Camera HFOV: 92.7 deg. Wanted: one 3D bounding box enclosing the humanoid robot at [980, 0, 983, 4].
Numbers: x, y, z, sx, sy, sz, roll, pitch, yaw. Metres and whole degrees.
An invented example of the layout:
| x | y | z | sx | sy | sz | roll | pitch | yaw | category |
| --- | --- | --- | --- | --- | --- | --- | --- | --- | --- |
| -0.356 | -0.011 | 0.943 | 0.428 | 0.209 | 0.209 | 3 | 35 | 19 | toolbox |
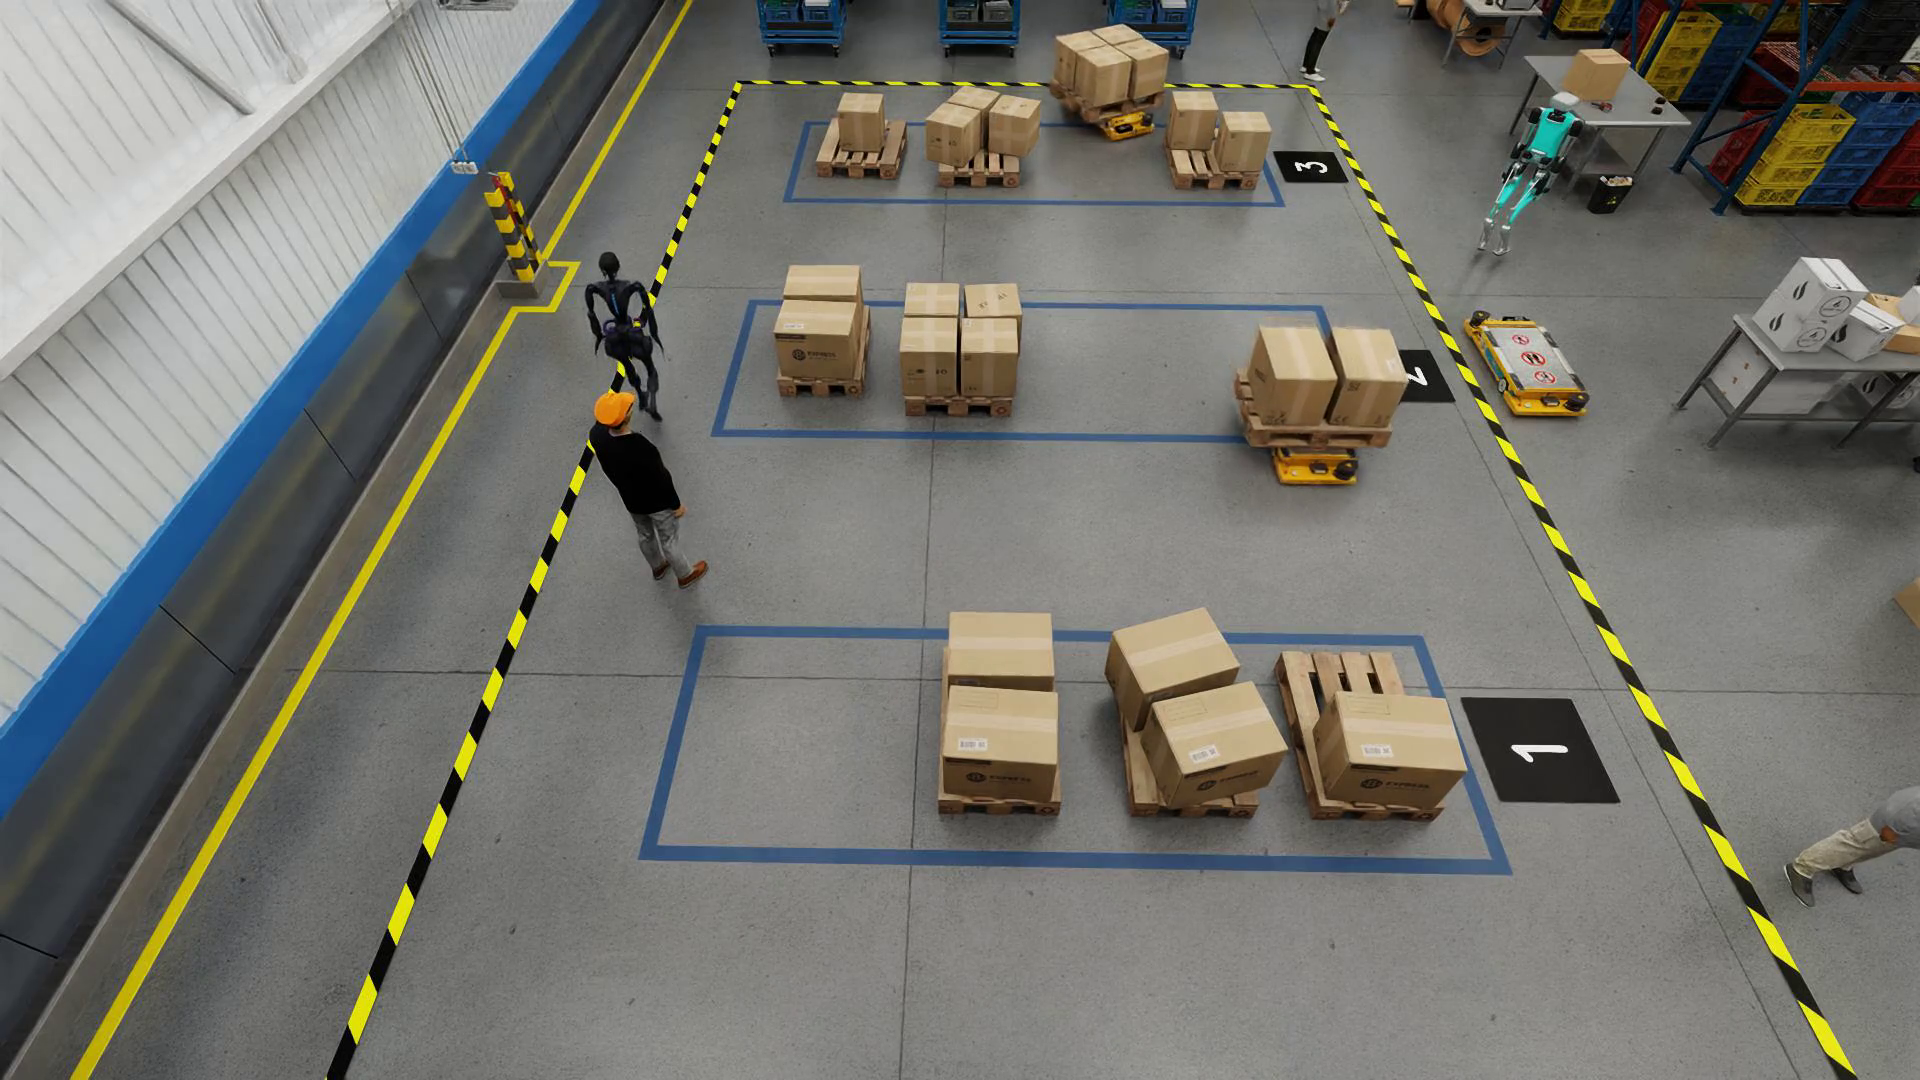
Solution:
| x | y | z | sx | sy | sz | roll | pitch | yaw | category |
| --- | --- | --- | --- | --- | --- | --- | --- | --- | --- |
| 0.221 | -8.935 | 14.345 | 0.599 | 1.643 | 0.589 | -21 | 52 | -17 | humanoid robot |

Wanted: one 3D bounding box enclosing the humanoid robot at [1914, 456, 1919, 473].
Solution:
| x | y | z | sx | sy | sz | roll | pitch | yaw | category |
| --- | --- | --- | --- | --- | --- | --- | --- | --- | --- |
| 8.650 | -1.048 | 7.527 | 0.616 | 1.625 | 0.587 | 14 | 51 | 12 | humanoid robot |

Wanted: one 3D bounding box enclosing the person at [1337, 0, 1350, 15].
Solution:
| x | y | z | sx | sy | sz | roll | pitch | yaw | category |
| --- | --- | --- | --- | --- | --- | --- | --- | --- | --- |
| 6.282 | -9.431 | 14.668 | 0.635 | 1.820 | 0.596 | 28 | 55 | 22 | person |

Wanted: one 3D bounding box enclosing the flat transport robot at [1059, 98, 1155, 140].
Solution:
| x | y | z | sx | sy | sz | roll | pitch | yaw | category |
| --- | --- | --- | --- | --- | --- | --- | --- | --- | --- |
| 2.021 | -5.992 | 12.702 | 0.652 | 0.197 | 1.431 | -22 | 53 | -18 | flat transport robot |

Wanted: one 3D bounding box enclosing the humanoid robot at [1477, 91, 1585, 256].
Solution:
| x | y | z | sx | sy | sz | roll | pitch | yaw | category |
| --- | --- | --- | --- | --- | --- | --- | --- | --- | --- |
| 5.987 | -3.823 | 9.782 | 0.735 | 1.677 | 0.533 | -36 | 58 | -27 | humanoid robot |

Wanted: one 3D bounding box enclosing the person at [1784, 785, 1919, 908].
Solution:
| x | y | z | sx | sy | sz | roll | pitch | yaw | category |
| --- | --- | --- | --- | --- | --- | --- | --- | --- | --- |
| 5.455 | 1.564 | 5.188 | 0.560 | 1.767 | 0.399 | -9 | 50 | -8 | person |

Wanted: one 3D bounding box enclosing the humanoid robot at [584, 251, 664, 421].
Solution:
| x | y | z | sx | sy | sz | roll | pitch | yaw | category |
| --- | --- | --- | --- | --- | --- | --- | --- | --- | --- |
| -2.984 | -1.762 | 8.134 | 0.613 | 1.644 | 0.541 | -7 | 49 | -6 | humanoid robot |

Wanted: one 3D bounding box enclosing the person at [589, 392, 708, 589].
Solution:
| x | y | z | sx | sy | sz | roll | pitch | yaw | category |
| --- | --- | --- | --- | --- | --- | --- | --- | --- | --- |
| -2.306 | -0.334 | 6.755 | 0.586 | 1.884 | 0.362 | 19 | 52 | 16 | person |

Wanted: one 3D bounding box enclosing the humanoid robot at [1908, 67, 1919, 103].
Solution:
| x | y | z | sx | sy | sz | roll | pitch | yaw | category |
| --- | --- | --- | --- | --- | --- | --- | --- | --- | --- |
| 12.170 | -5.715 | 11.551 | 0.640 | 1.639 | 0.591 | 4 | 49 | 3 | humanoid robot |

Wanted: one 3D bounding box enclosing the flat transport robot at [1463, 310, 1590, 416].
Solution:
| x | y | z | sx | sy | sz | roll | pitch | yaw | category |
| --- | --- | --- | --- | --- | --- | --- | --- | --- | --- |
| 5.573 | -1.757 | 9.054 | 0.659 | 0.231 | 1.431 | 1 | 49 | 1 | flat transport robot |

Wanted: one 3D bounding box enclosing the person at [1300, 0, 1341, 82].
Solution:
| x | y | z | sx | sy | sz | roll | pitch | yaw | category |
| --- | --- | --- | --- | --- | --- | --- | --- | --- | --- |
| 5.268 | -7.549 | 13.022 | 0.396 | 1.850 | 0.588 | 5 | 49 | 4 | person |

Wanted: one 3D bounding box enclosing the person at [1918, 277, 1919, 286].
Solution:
| x | y | z | sx | sy | sz | roll | pitch | yaw | category |
| --- | --- | --- | --- | --- | --- | --- | --- | --- | --- |
| 10.769 | -3.175 | 9.267 | 0.625 | 1.804 | 0.754 | -10 | 50 | -9 | person |

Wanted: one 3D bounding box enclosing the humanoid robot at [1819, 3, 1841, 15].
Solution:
| x | y | z | sx | sy | sz | roll | pitch | yaw | category |
| --- | --- | --- | --- | --- | --- | --- | --- | --- | --- |
| 13.379 | -8.424 | 13.878 | 0.753 | 1.815 | 0.538 | -28 | 55 | -22 | humanoid robot |

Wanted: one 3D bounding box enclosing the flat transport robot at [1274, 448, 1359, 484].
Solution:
| x | y | z | sx | sy | sz | roll | pitch | yaw | category |
| --- | --- | --- | --- | --- | --- | --- | --- | --- | --- |
| 3.157 | -1.086 | 8.454 | 0.652 | 0.197 | 1.431 | 1 | 49 | 1 | flat transport robot |

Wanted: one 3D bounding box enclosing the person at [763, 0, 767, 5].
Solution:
| x | y | z | sx | sy | sz | roll | pitch | yaw | category |
| --- | --- | --- | --- | --- | --- | --- | --- | --- | --- |
| -3.204 | -9.837 | 14.954 | 0.369 | 1.932 | 0.620 | 2 | 49 | 2 | person |
